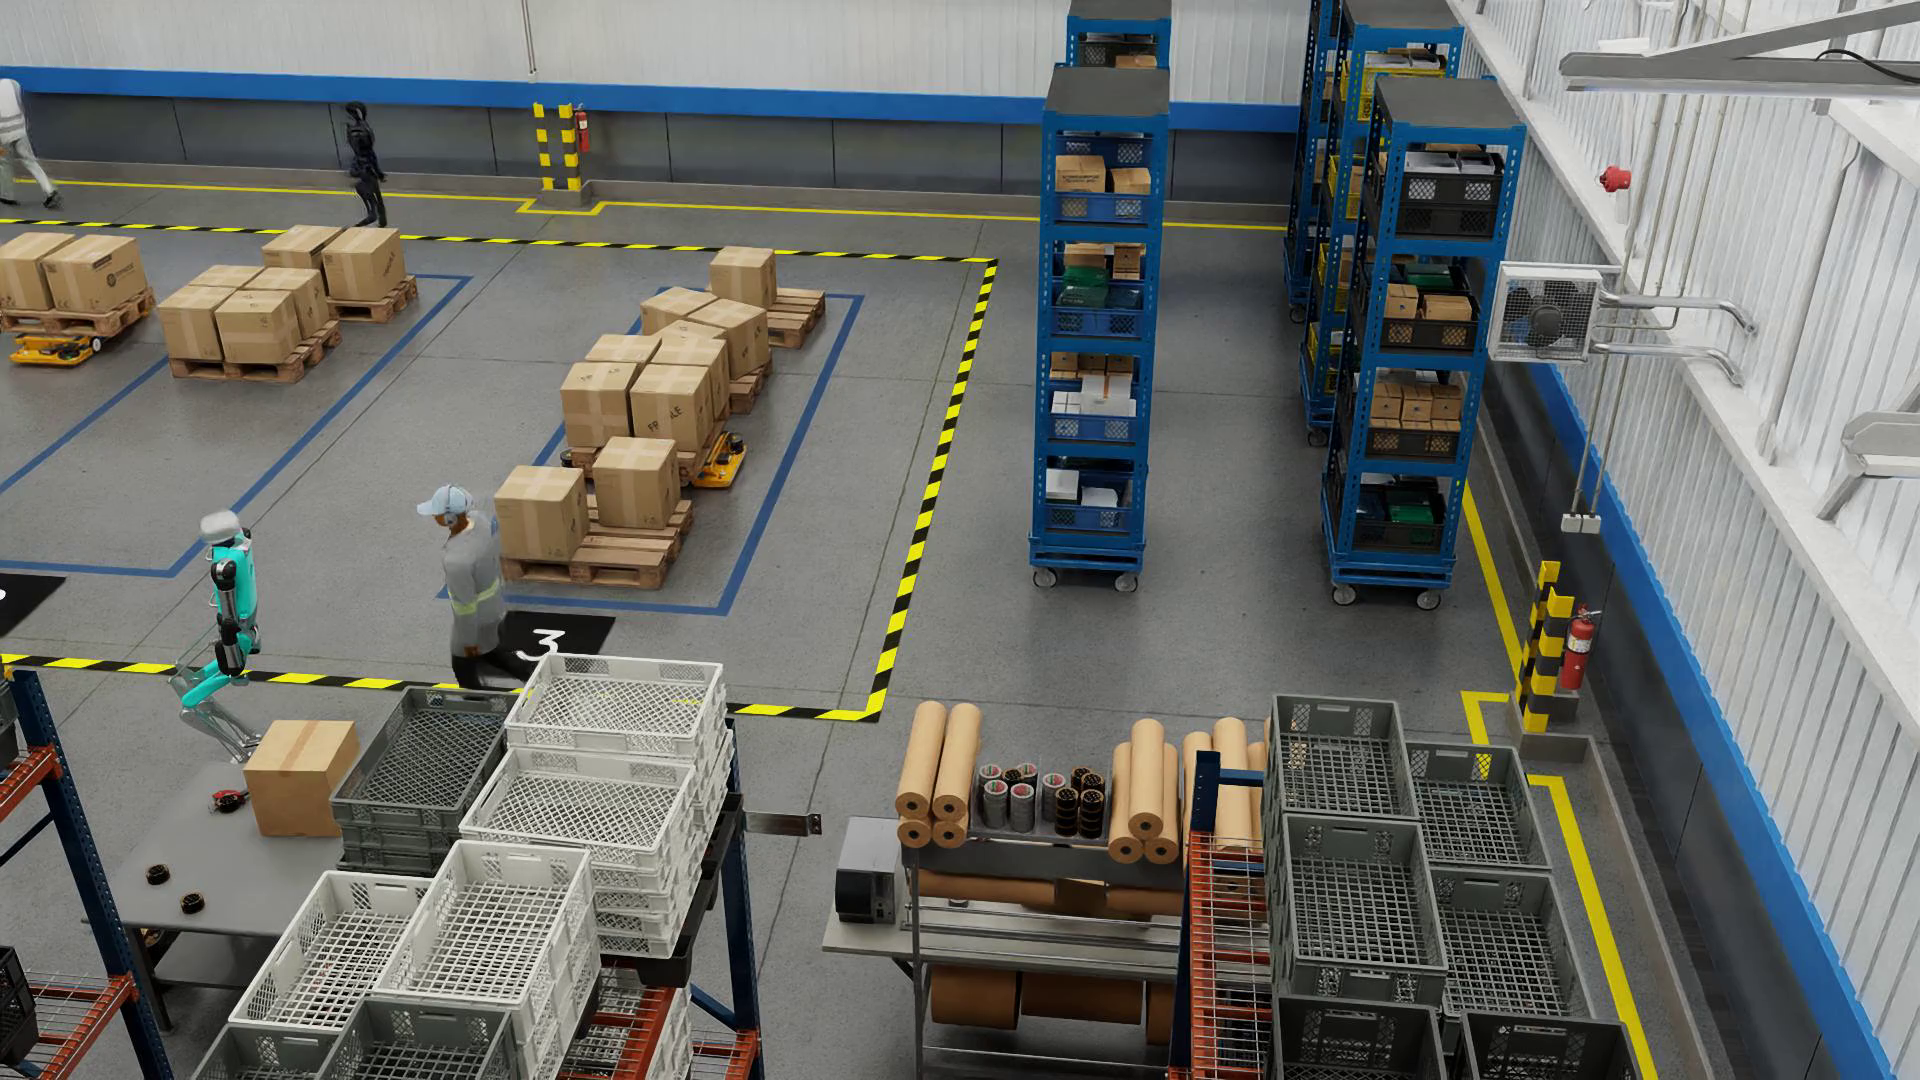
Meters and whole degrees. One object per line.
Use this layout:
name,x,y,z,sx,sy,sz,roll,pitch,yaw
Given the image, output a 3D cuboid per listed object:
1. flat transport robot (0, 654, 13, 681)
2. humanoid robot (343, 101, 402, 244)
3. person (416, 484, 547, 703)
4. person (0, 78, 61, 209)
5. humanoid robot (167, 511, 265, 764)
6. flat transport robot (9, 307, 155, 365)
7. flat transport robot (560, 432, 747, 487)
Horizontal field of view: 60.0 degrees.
flat transport robot,-7.142,0.969,11.010,1.431,0.231,0.659,3,30,6
humanoid robot,-6.528,-3.979,18.118,0.544,1.643,0.592,-3,30,-5
person,-2.963,0.454,10.343,0.698,1.827,0.594,2,30,3
person,-10.984,-4.713,19.250,0.840,1.800,0.584,15,34,25
humanoid robot,-4.523,0.619,10.022,0.735,1.673,0.533,-5,31,-8
flat transport robot,-8.565,-2.093,16.241,0.652,0.197,1.431,3,30,6
flat transport robot,-2.554,-0.707,13.861,1.431,0.197,0.652,3,30,6
